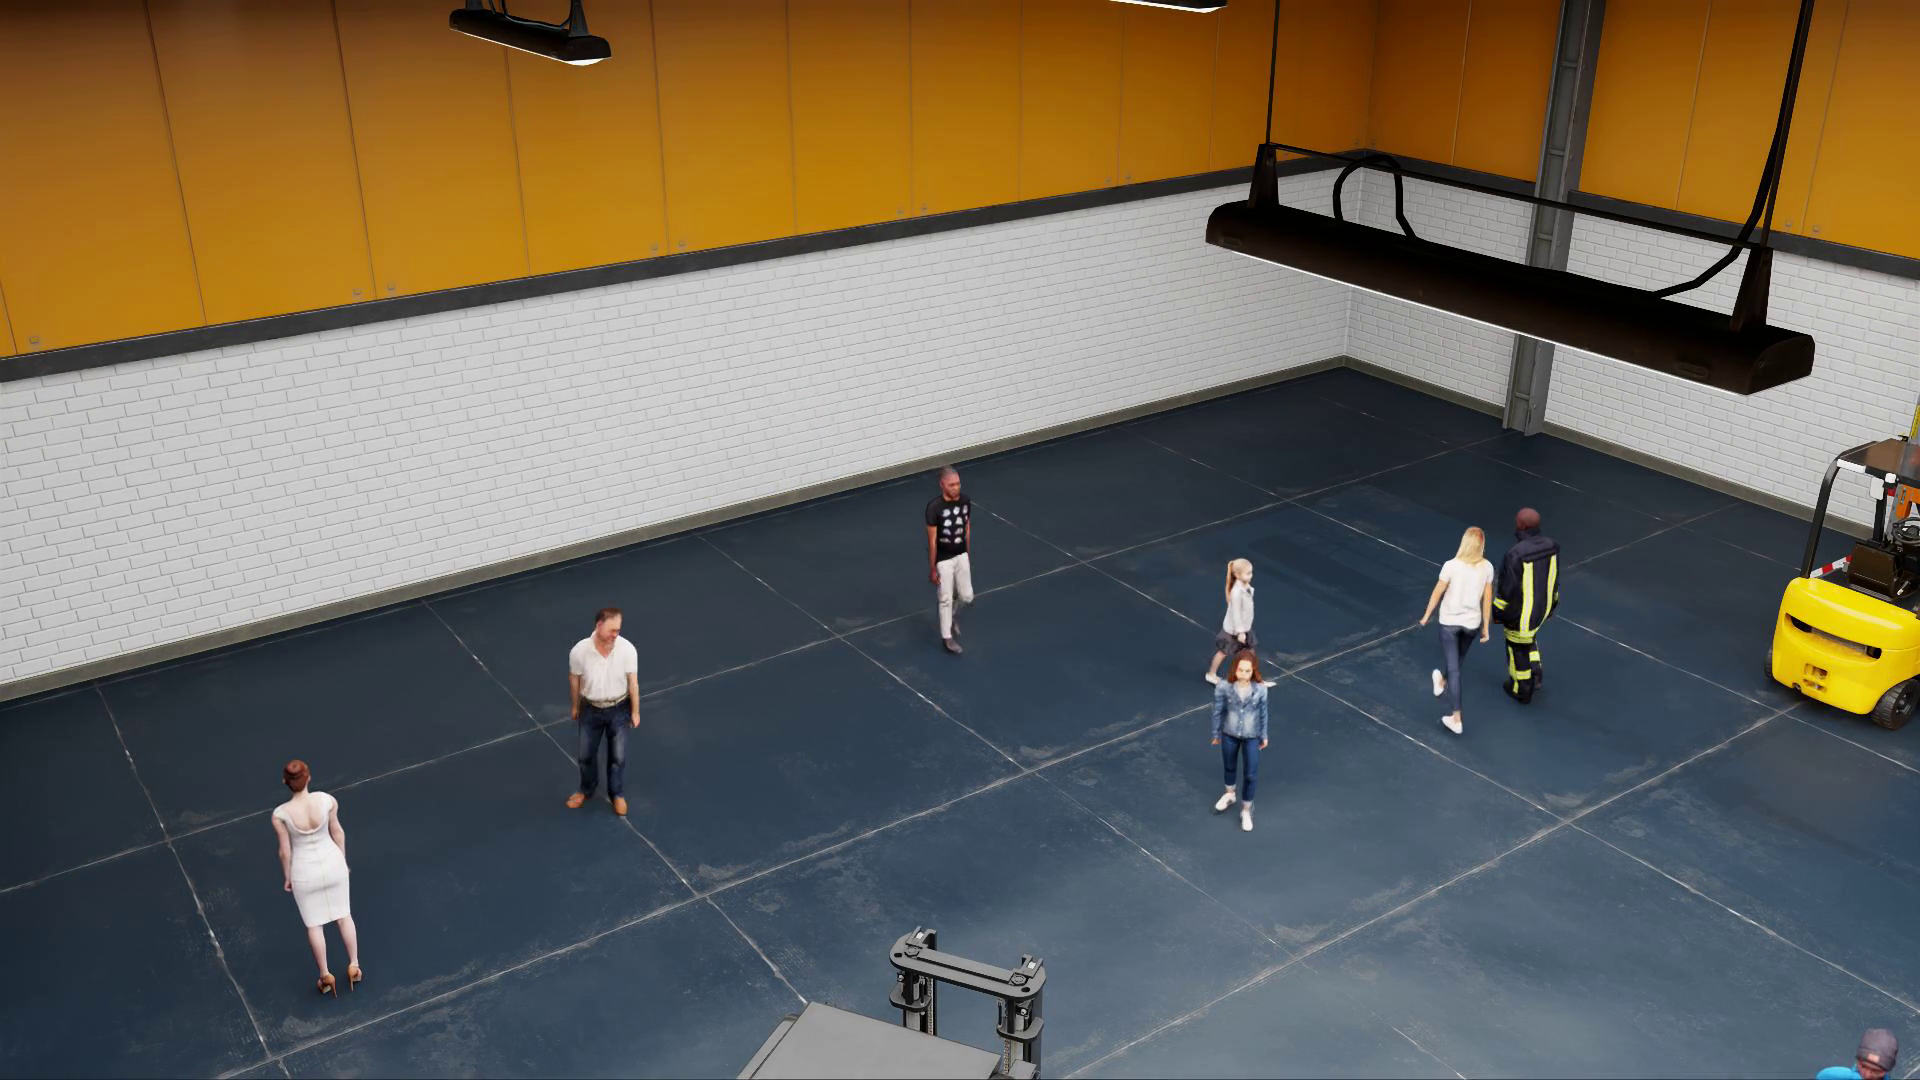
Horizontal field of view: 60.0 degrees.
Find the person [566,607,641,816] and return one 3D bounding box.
[{"bbox_3d":[-2.752,1.288,12.813,0.930,1.807,0.919,4,24,10],"label":"person"}]

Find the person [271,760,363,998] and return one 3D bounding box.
[{"bbox_3d":[-4.168,2.184,10.789,0.589,1.788,0.505,-13,27,-26],"label":"person"}]

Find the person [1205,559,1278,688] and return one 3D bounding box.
[{"bbox_3d":[2.402,0.752,14.741,0.930,1.245,0.713,15,28,30],"label":"person"}]

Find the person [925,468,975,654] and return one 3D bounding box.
[{"bbox_3d":[-0.146,0.159,15.416,0.671,1.792,0.746,-14,27,-29],"label":"person"}]

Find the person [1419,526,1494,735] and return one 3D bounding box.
[{"bbox_3d":[4.242,0.786,14.017,1.020,1.763,1.222,-2,24,-4],"label":"person"}]

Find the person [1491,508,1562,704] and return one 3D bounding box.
[{"bbox_3d":[4.962,0.592,14.411,0.839,1.802,0.831,-8,25,-18],"label":"person"}]

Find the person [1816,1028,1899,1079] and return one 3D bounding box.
[{"bbox_3d":[4.477,3.202,8.441,0.568,1.802,0.721,19,30,36],"label":"person"}]

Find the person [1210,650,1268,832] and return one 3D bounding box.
[{"bbox_3d":[2.165,1.474,12.824,0.813,1.458,0.871,6,24,14],"label":"person"}]
